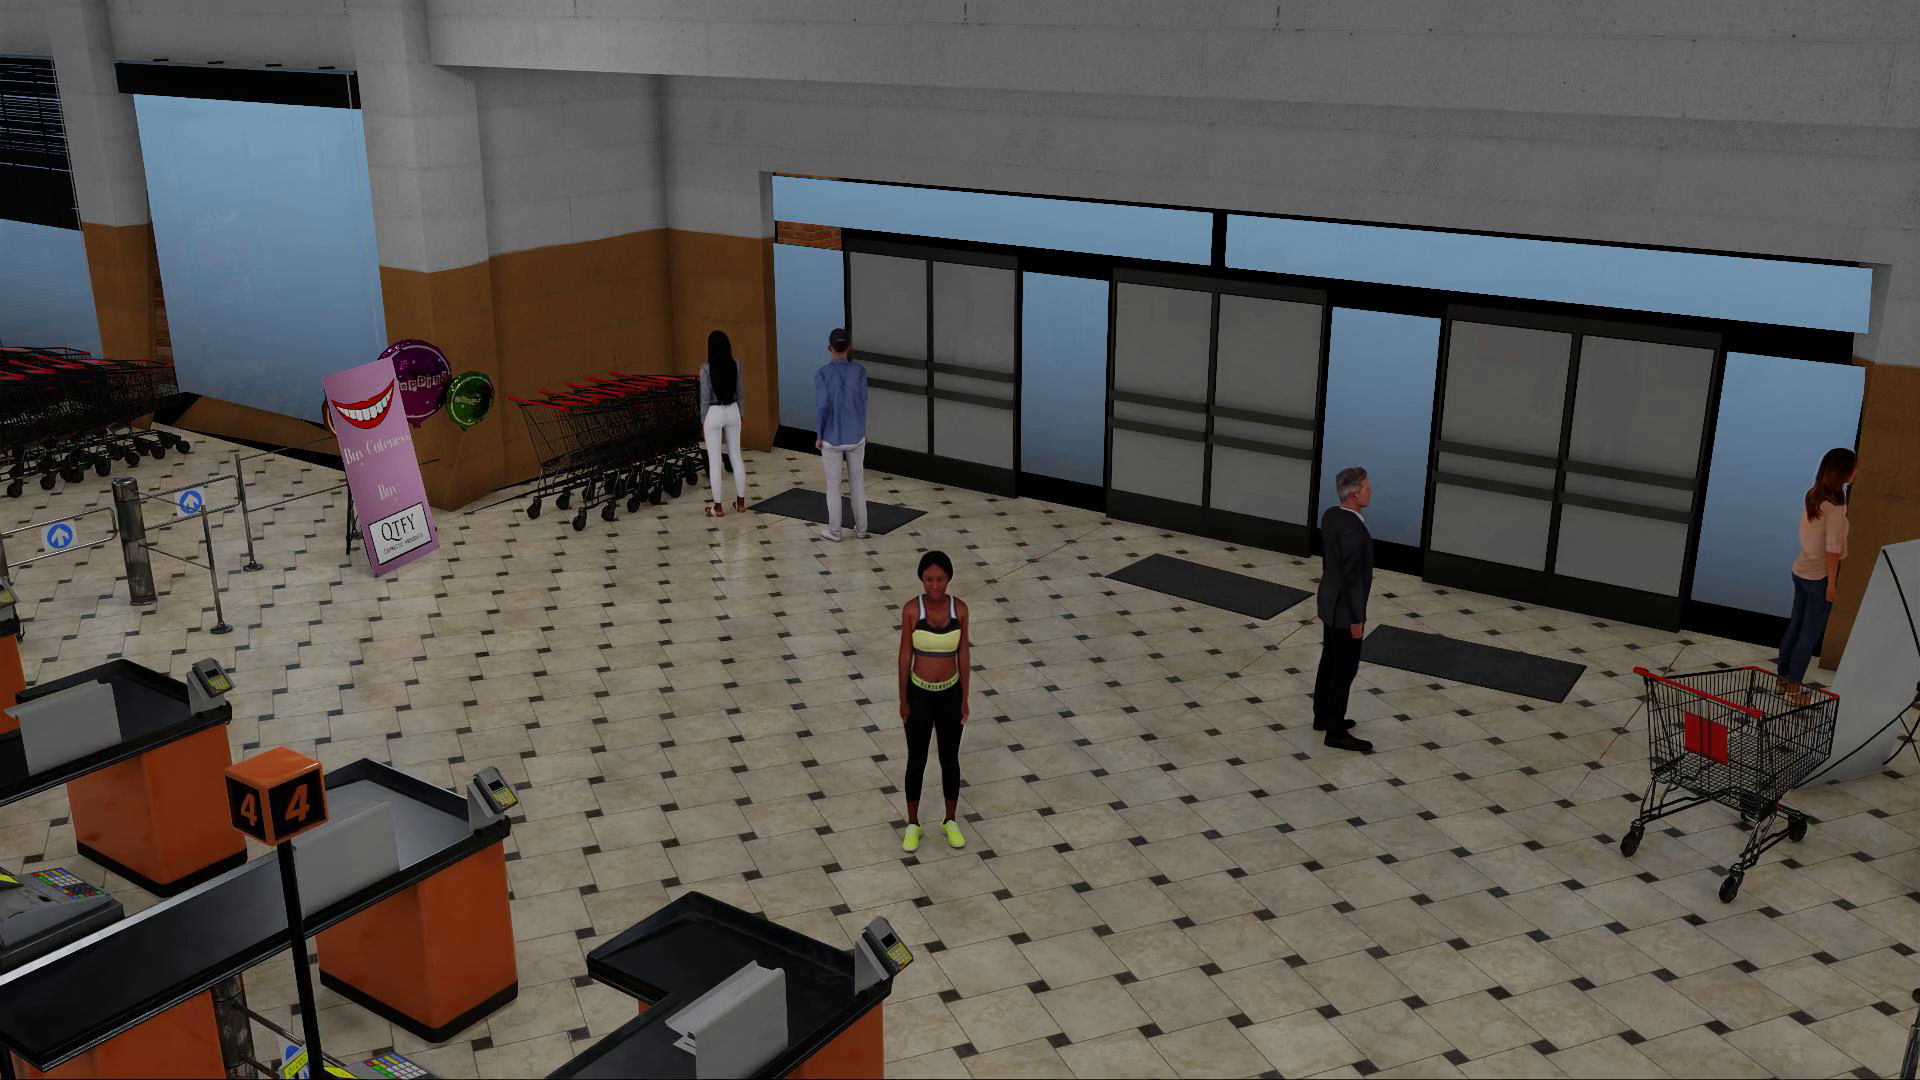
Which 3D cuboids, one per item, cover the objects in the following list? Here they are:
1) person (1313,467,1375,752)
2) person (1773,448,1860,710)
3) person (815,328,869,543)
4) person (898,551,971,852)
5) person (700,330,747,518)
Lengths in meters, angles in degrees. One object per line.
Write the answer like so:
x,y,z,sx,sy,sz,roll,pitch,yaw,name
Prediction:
2.452,0.412,10.592,0.863,1.842,0.775,-1,19,-4,person
5.746,0.242,11.177,0.736,1.791,0.621,2,19,5,person
-1.021,-0.913,14.450,0.702,1.887,0.805,-7,20,-21,person
-0.146,0.889,9.314,0.639,1.755,0.694,-3,19,-8,person
-2.169,-1.075,15.186,0.586,1.725,0.719,-12,22,-31,person
